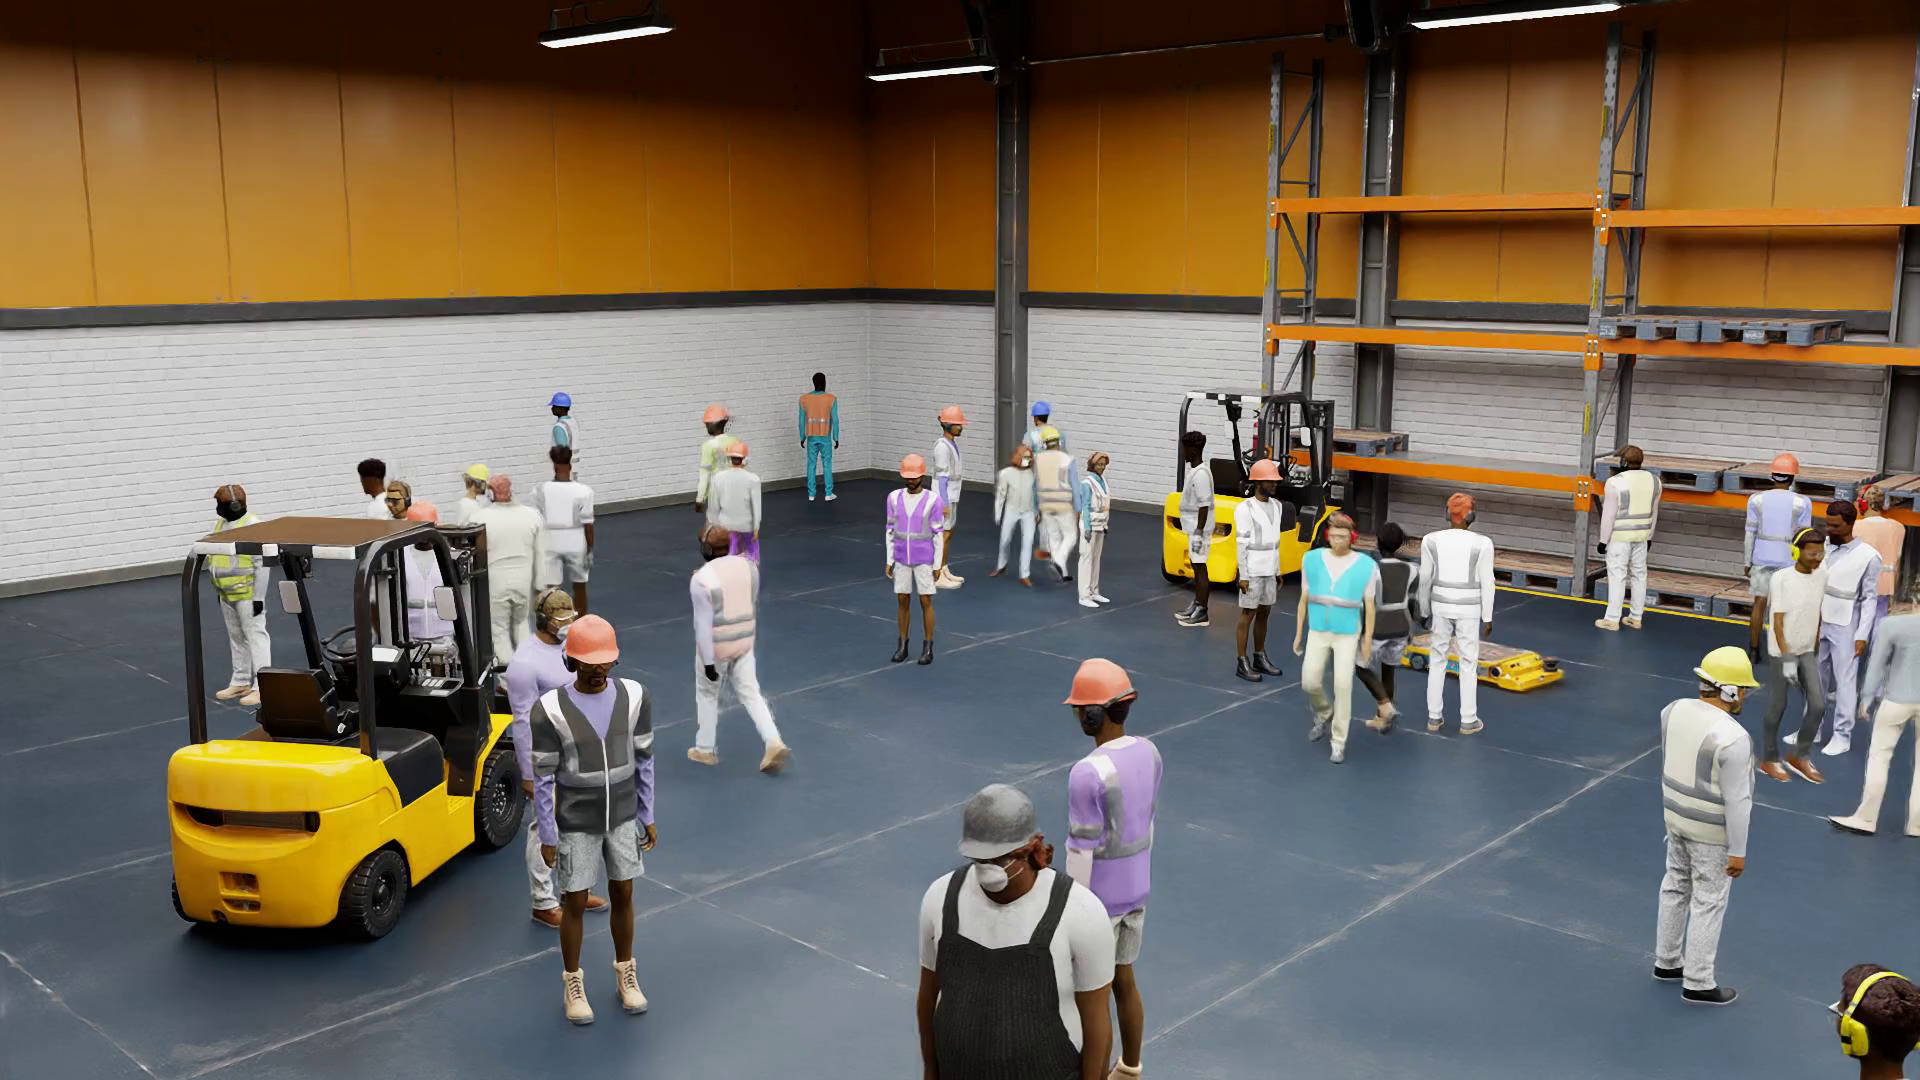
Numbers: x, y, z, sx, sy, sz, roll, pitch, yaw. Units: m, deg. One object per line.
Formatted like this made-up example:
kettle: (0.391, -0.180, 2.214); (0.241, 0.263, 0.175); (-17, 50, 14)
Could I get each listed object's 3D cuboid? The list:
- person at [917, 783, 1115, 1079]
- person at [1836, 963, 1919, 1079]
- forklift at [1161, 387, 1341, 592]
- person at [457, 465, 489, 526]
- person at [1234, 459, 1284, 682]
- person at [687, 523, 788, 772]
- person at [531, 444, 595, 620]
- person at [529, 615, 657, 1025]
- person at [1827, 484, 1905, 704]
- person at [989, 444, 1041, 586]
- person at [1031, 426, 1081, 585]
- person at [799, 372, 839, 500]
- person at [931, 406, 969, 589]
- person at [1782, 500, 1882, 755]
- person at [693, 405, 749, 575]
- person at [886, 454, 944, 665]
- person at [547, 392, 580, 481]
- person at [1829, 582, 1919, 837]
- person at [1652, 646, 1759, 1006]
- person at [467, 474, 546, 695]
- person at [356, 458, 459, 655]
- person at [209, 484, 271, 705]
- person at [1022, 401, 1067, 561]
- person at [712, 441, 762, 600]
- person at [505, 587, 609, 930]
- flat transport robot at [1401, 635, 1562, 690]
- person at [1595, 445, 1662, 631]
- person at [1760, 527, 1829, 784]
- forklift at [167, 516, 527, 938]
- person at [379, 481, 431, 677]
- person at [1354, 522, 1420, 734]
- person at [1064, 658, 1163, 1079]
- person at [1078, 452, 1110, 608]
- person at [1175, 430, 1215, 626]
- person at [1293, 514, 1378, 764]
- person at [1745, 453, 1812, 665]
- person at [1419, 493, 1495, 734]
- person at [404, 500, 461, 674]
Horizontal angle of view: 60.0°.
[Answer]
person: (0.153, 1.780, 5.608); (0.687, 2.000, 0.537); (4, 11, 22)
person: (2.450, 2.063, 4.534); (0.512, 1.858, 0.322); (-2, 10, -9)
forklift: (3.298, -0.608, 18.767); (1.214, 2.155, 2.313); (9, 13, 42)
person: (-4.600, 0.165, 15.699); (0.349, 1.730, 0.789); (-1, 10, -5)
person: (2.635, 0.258, 14.557); (0.545, 1.942, 0.351); (-9, 13, -41)
person: (-1.637, 0.780, 11.967); (0.877, 1.812, 0.615); (10, 14, 44)
person: (-3.735, 0.072, 15.651); (0.618, 1.946, 0.705); (0, 10, -1)
person: (-1.759, 1.352, 8.086); (0.601, 2.035, 0.413); (-6, 12, -32)
person: (7.471, 0.462, 13.699); (0.563, 1.836, 0.383); (-2, 10, -9)
person: (0.648, -0.307, 18.747); (0.534, 1.605, 0.618); (-1, 10, -4)
person: (1.044, -0.362, 18.520); (0.638, 1.793, 0.531); (6, 11, 30)
person: (-2.108, -1.543, 24.891); (0.596, 1.913, 0.373); (1, 10, 7)
person: (-0.108, -0.473, 18.479); (0.407, 2.035, 0.602); (2, 10, 12)
person: (6.555, 0.643, 12.449); (0.392, 1.914, 0.587); (-4, 11, -23)
person: (-2.668, -0.521, 18.792); (0.864, 2.013, 0.604); (4, 11, 22)
person: (-0.419, 0.173, 15.085); (0.546, 1.929, 0.391); (3, 11, 19)
person: (-5.023, -0.909, 21.175); (0.378, 1.951, 0.608); (1, 10, 4)
person: (6.040, 1.051, 10.681); (0.702, 1.726, 0.409); (4, 11, 20)
person: (3.729, 1.419, 8.303); (0.403, 1.819, 0.601); (-2, 10, -12)
person: (-3.859, 0.377, 14.052); (0.649, 1.880, 0.490); (-7, 12, -37)
person: (-4.969, 0.215, 14.893); (0.884, 1.929, 0.619); (1, 10, 8)
person: (-5.972, 0.446, 13.790); (0.619, 1.839, 0.430); (7, 12, 36)
person: (0.979, -0.718, 20.174); (0.644, 1.921, 0.632); (-8, 13, -38)
person: (-2.347, -0.183, 17.655); (0.568, 1.734, 0.398); (2, 10, 11)
person: (-2.247, 1.200, 9.247); (0.378, 1.929, 0.636); (4, 11, 20)
flat transport robot: (4.529, 1.054, 14.777); (0.652, 0.197, 1.431); (-8, 13, -39)
person: (6.579, -0.022, 16.441); (0.623, 1.844, 0.429); (-3, 10, -17)
person: (5.876, 0.817, 11.663); (0.527, 1.839, 0.565); (-2, 10, -10)
forklift: (-3.583, 0.976, 9.748); (1.214, 2.155, 2.313); (2, 10, 11)
person: (-4.649, 0.415, 13.938); (0.519, 1.844, 0.330); (1, 10, 8)
person: (3.288, 0.704, 12.748); (0.542, 1.679, 0.519); (-3, 10, -18)
person: (0.616, 1.511, 7.184); (0.410, 2.031, 0.613); (7, 12, 35)
person: (1.420, -0.117, 17.565); (0.314, 1.636, 0.515); (5, 11, 28)
person: (2.366, -0.119, 16.642); (0.374, 1.963, 0.608); (1, 10, 5)
person: (2.770, 0.706, 12.313); (0.587, 1.830, 0.524); (4, 11, 24)
person: (7.361, 0.184, 14.992); (0.542, 1.938, 0.358); (7, 12, 35)
person: (3.863, 0.570, 12.946); (0.573, 1.884, 0.355); (6, 12, 30)
person: (-3.917, 0.664, 12.253); (0.542, 1.939, 0.369); (-3, 10, -17)
